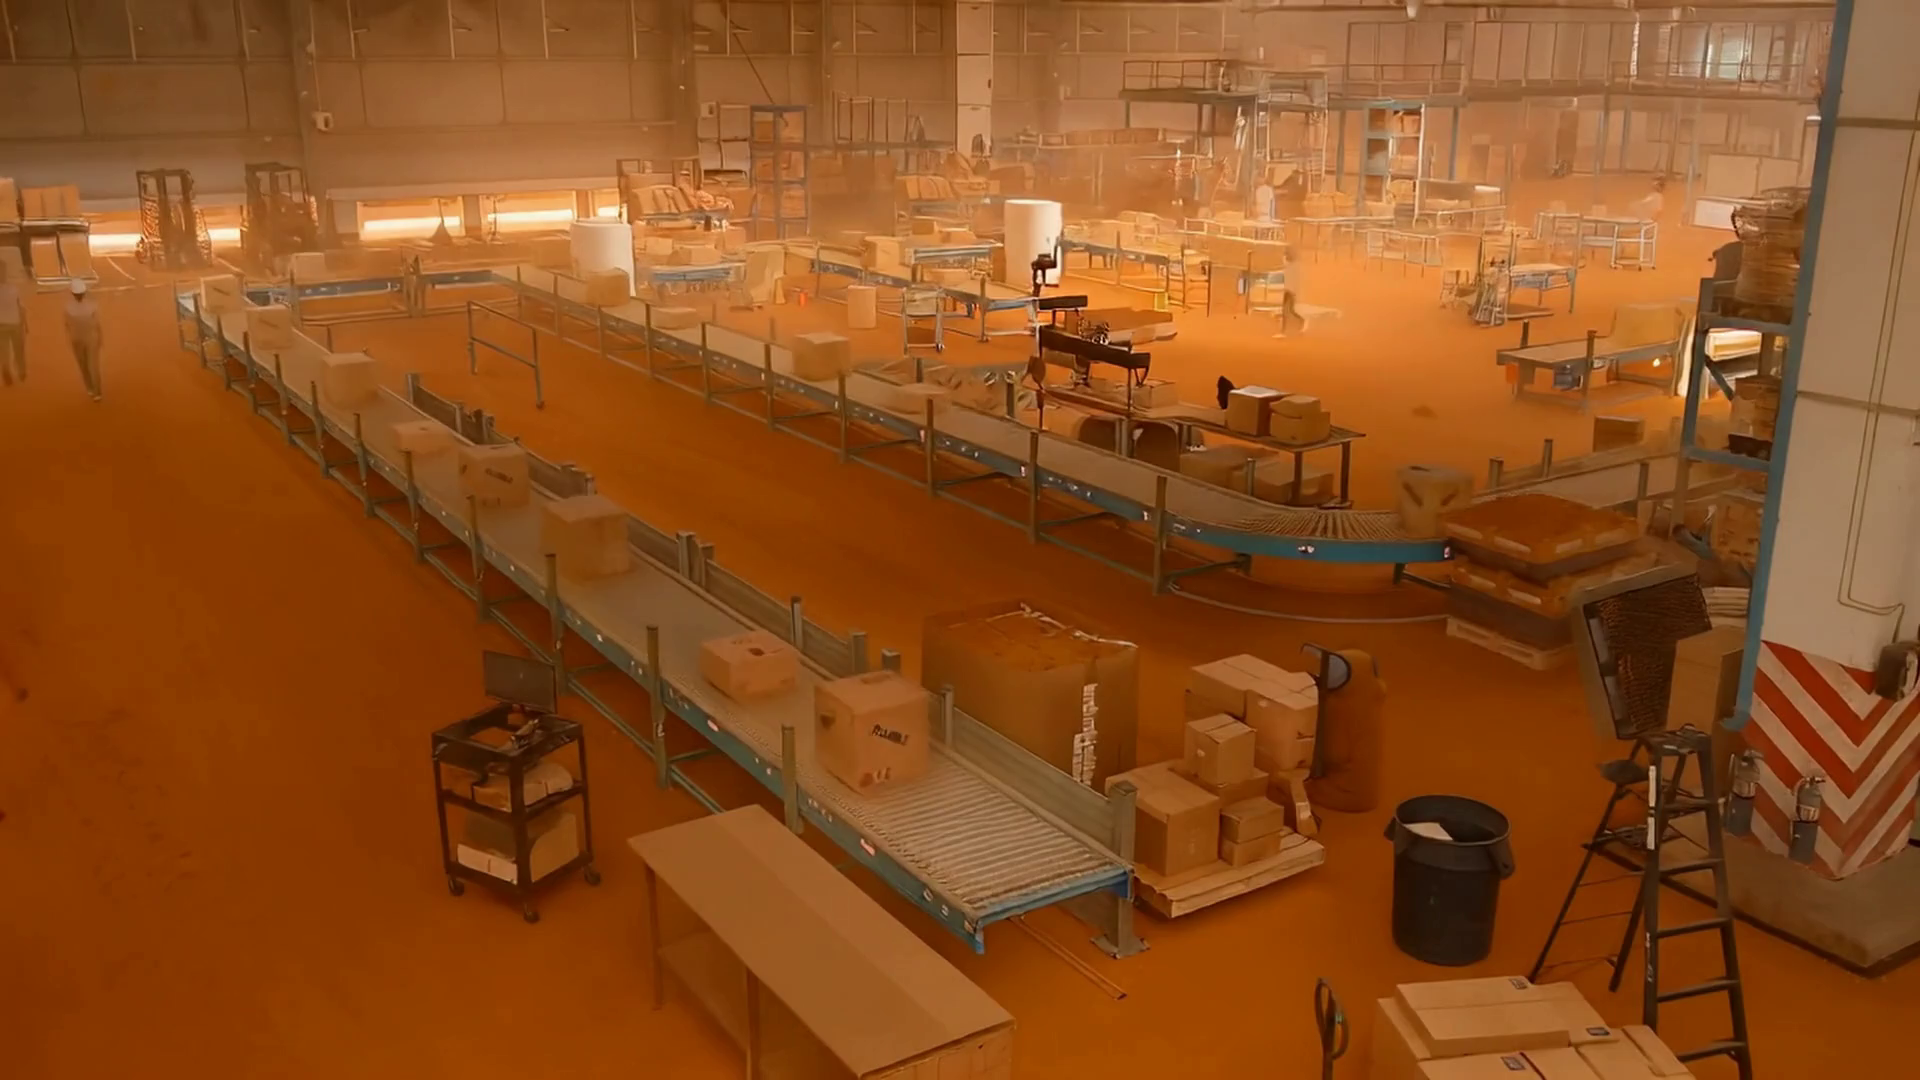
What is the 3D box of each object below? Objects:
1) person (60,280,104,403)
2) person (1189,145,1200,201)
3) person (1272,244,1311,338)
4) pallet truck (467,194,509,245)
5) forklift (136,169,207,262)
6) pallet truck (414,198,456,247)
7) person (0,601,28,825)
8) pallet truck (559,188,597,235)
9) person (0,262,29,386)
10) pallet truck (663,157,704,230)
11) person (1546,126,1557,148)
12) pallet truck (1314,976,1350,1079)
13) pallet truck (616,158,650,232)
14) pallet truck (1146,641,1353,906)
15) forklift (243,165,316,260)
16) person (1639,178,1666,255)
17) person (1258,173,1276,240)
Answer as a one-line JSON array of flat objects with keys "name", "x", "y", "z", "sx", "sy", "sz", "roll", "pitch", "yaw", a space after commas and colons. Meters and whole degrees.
[{"name": "person", "x": -12.445, "y": -2.831, "z": 23.627, "sx": 0.527, "sy": 1.721, "sz": 0.922, "roll": -6, "pitch": 18, "yaw": -19}, {"name": "person", "x": 7.508, "y": -11.712, "z": 53.129, "sx": 0.295, "sy": 1.743, "sz": 0.493, "roll": 4, "pitch": 17, "yaw": 14}, {"name": "person", "x": 5.737, "y": -4.279, "z": 28.608, "sx": 0.642, "sy": 1.613, "sz": 0.508, "roll": -1, "pitch": 17, "yaw": -4}, {"name": "pallet truck", "x": -11.983, "y": -8.177, "z": 42.137, "sx": 0.704, "sy": 1.261, "sz": 1.522, "roll": -11, "pitch": 20, "yaw": -33}, {"name": "forklift", "x": -17.842, "y": -7.318, "z": 37.559, "sx": 1.157, "sy": 1.987, "sz": 2.680, "roll": -10, "pitch": 20, "yaw": -31}, {"name": "pallet truck", "x": -13.250, "y": -8.060, "z": 41.856, "sx": 0.680, "sy": 1.201, "sz": 1.601, "roll": -10, "pitch": 20, "yaw": -31}, {"name": "person", "x": -6.420, "y": 0.939, "z": 10.776, "sx": 0.683, "sy": 1.882, "sz": 0.708, "roll": -5, "pitch": 17, "yaw": -17}, {"name": "pallet truck", "x": -10.010, "y": -8.652, "z": 43.699, "sx": 0.653, "sy": 1.274, "sz": 1.630, "roll": -10, "pitch": 20, "yaw": -31}, {"name": "person", "x": -14.204, "y": -3.229, "z": 24.777, "sx": 0.573, "sy": 1.821, "sz": 0.835, "roll": -7, "pitch": 18, "yaw": -21}, {"name": "pallet truck", "x": -7.586, "y": -9.308, "z": 44.692, "sx": 0.823, "sy": 1.965, "sz": 1.885, "roll": -11, "pitch": 20, "yaw": -33}, {"name": "person", "x": 22.438, "y": -14.716, "z": 62.925, "sx": 1.007, "sy": 1.860, "sz": 0.662, "roll": -10, "pitch": 19, "yaw": -30}, {"name": "pallet truck", "x": 2.299, "y": 2.390, "z": 7.086, "sx": 1.601, "sy": 1.201, "sz": 0.680, "roll": -2, "pitch": 17, "yaw": -7}, {"name": "pallet truck", "x": -8.918, "y": -9.176, "z": 44.255, "sx": 0.823, "sy": 1.965, "sz": 1.885, "roll": -9, "pitch": 19, "yaw": -27}, {"name": "pallet truck", "x": 1.664, "y": 1.407, "z": 10.232, "sx": 1.630, "sy": 1.274, "sz": 0.653, "roll": -10, "pitch": 20, "yaw": -31}, {"name": "forklift", "x": -15.898, "y": -7.669, "z": 38.708, "sx": 1.157, "sy": 1.987, "sz": 2.680, "roll": -11, "pitch": 20, "yaw": -33}, {"name": "person", "x": 16.575, "y": -7.719, "z": 39.713, "sx": 0.429, "sy": 1.812, "sz": 0.614, "roll": 15, "pitch": 22, "yaw": 40}, {"name": "person", "x": 7.385, "y": -7.835, "z": 39.934, "sx": 0.421, "sy": 1.925, "sz": 0.565, "roll": -11, "pitch": 20, "yaw": -32}]
